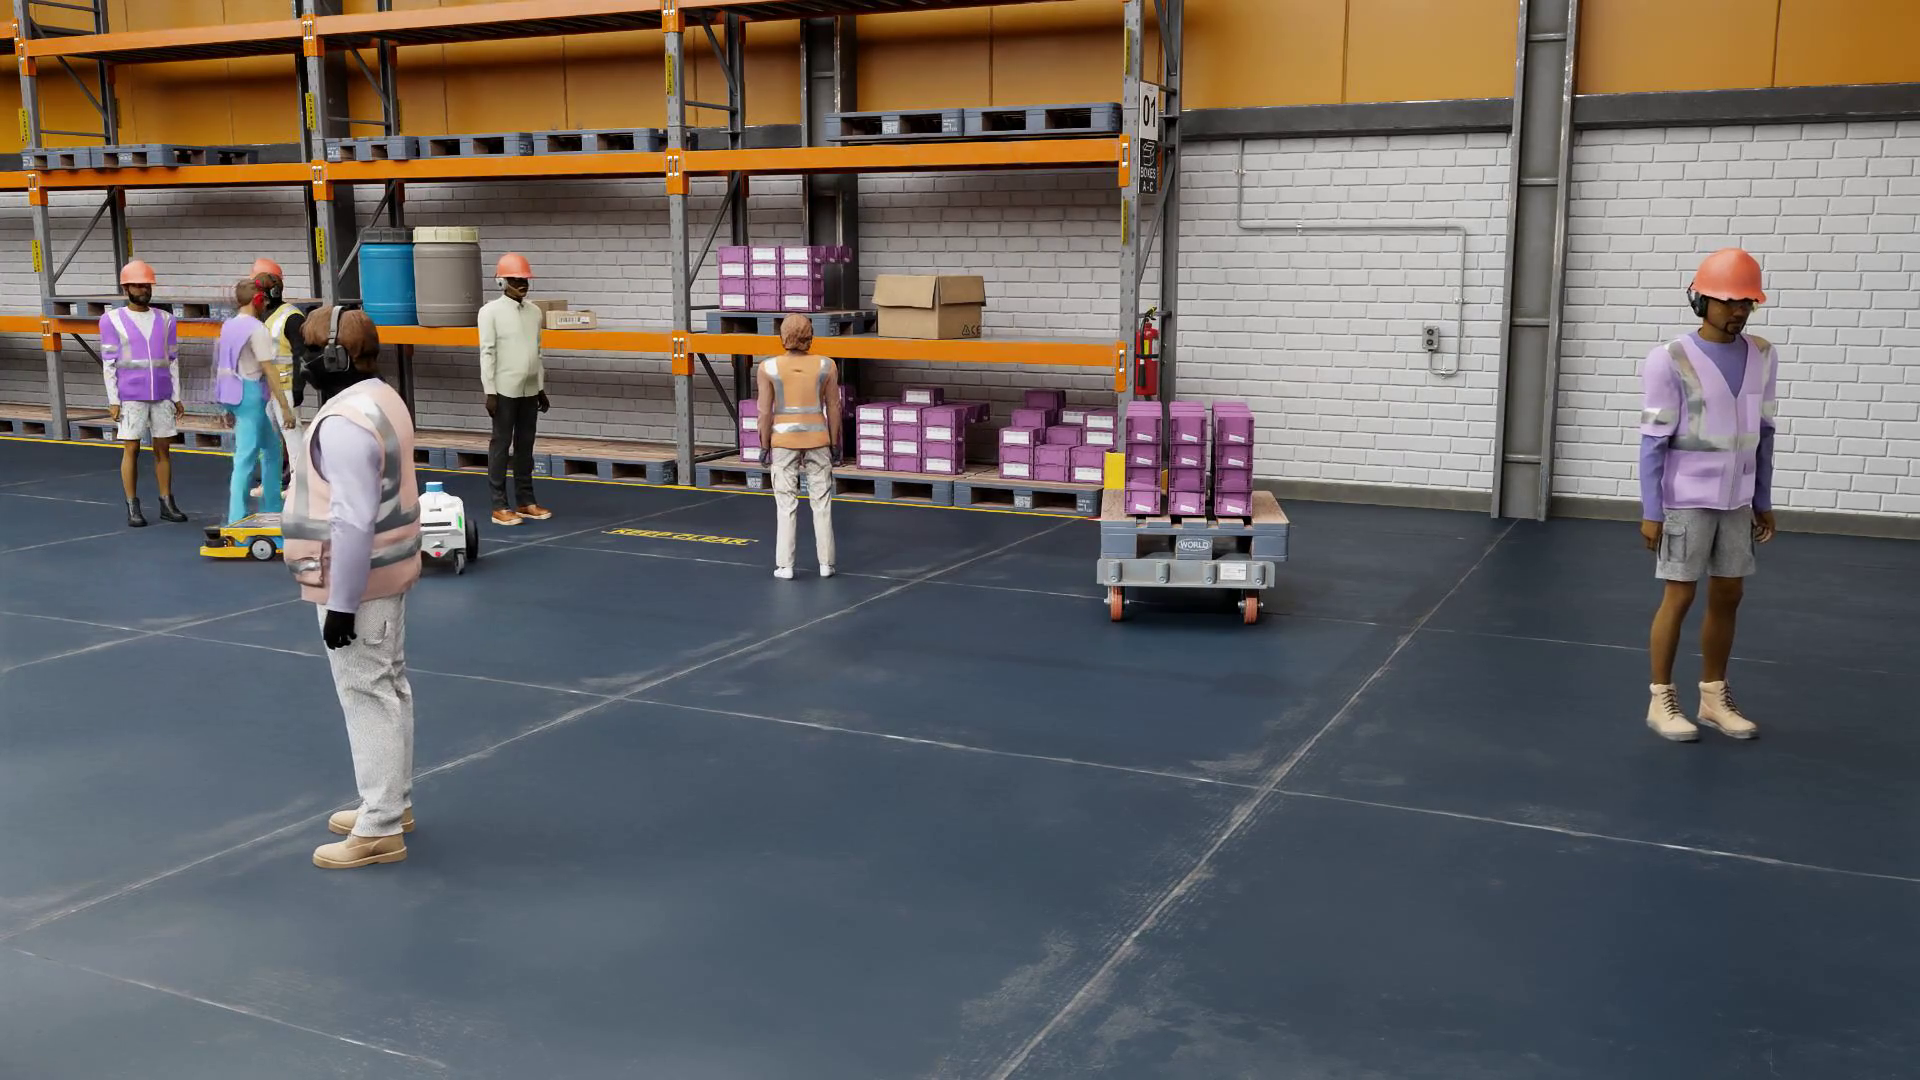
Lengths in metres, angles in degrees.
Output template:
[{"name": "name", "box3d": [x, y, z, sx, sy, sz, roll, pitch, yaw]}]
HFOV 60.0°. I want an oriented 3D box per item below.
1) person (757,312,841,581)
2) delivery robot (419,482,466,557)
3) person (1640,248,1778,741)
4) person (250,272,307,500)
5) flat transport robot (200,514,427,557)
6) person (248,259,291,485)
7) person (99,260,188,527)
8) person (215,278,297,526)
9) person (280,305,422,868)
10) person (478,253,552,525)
[{"name": "person", "box3d": [-0.982, -0.564, 10.183, 0.514, 1.642, 0.314, -2, 10, -11]}, {"name": "delivery robot", "box3d": [-3.308, -0.124, 10.503, 0.477, 0.478, 0.707, -3, 10, -17]}, {"name": "person", "box3d": [3.085, -0.170, 6.836, 0.620, 2.029, 0.408, -3, 10, -15]}, {"name": "person", "box3d": [-5.580, -1.250, 13.536, 0.633, 1.842, 0.429, 5, 11, 27]}, {"name": "flat transport robot", "box3d": [-4.231, -0.043, 11.123, 1.431, 0.197, 0.652, 0, 10, -2]}, {"name": "person", "box3d": [-5.908, -1.437, 14.334, 0.357, 1.938, 0.543, -8, 13, -40]}, {"name": "person", "box3d": [-5.993, -1.074, 12.241, 0.347, 1.943, 0.544, 9, 13, 41]}, {"name": "person", "box3d": [-4.993, -0.959, 11.949, 0.750, 1.810, 0.599, -8, 13, -38]}, {"name": "person", "box3d": [-2.006, 0.151, 5.517, 0.429, 1.843, 0.630, -2, 10, -10]}, {"name": "person", "box3d": [-3.287, -1.118, 12.344, 0.393, 1.995, 0.612, 6, 11, 29]}]
